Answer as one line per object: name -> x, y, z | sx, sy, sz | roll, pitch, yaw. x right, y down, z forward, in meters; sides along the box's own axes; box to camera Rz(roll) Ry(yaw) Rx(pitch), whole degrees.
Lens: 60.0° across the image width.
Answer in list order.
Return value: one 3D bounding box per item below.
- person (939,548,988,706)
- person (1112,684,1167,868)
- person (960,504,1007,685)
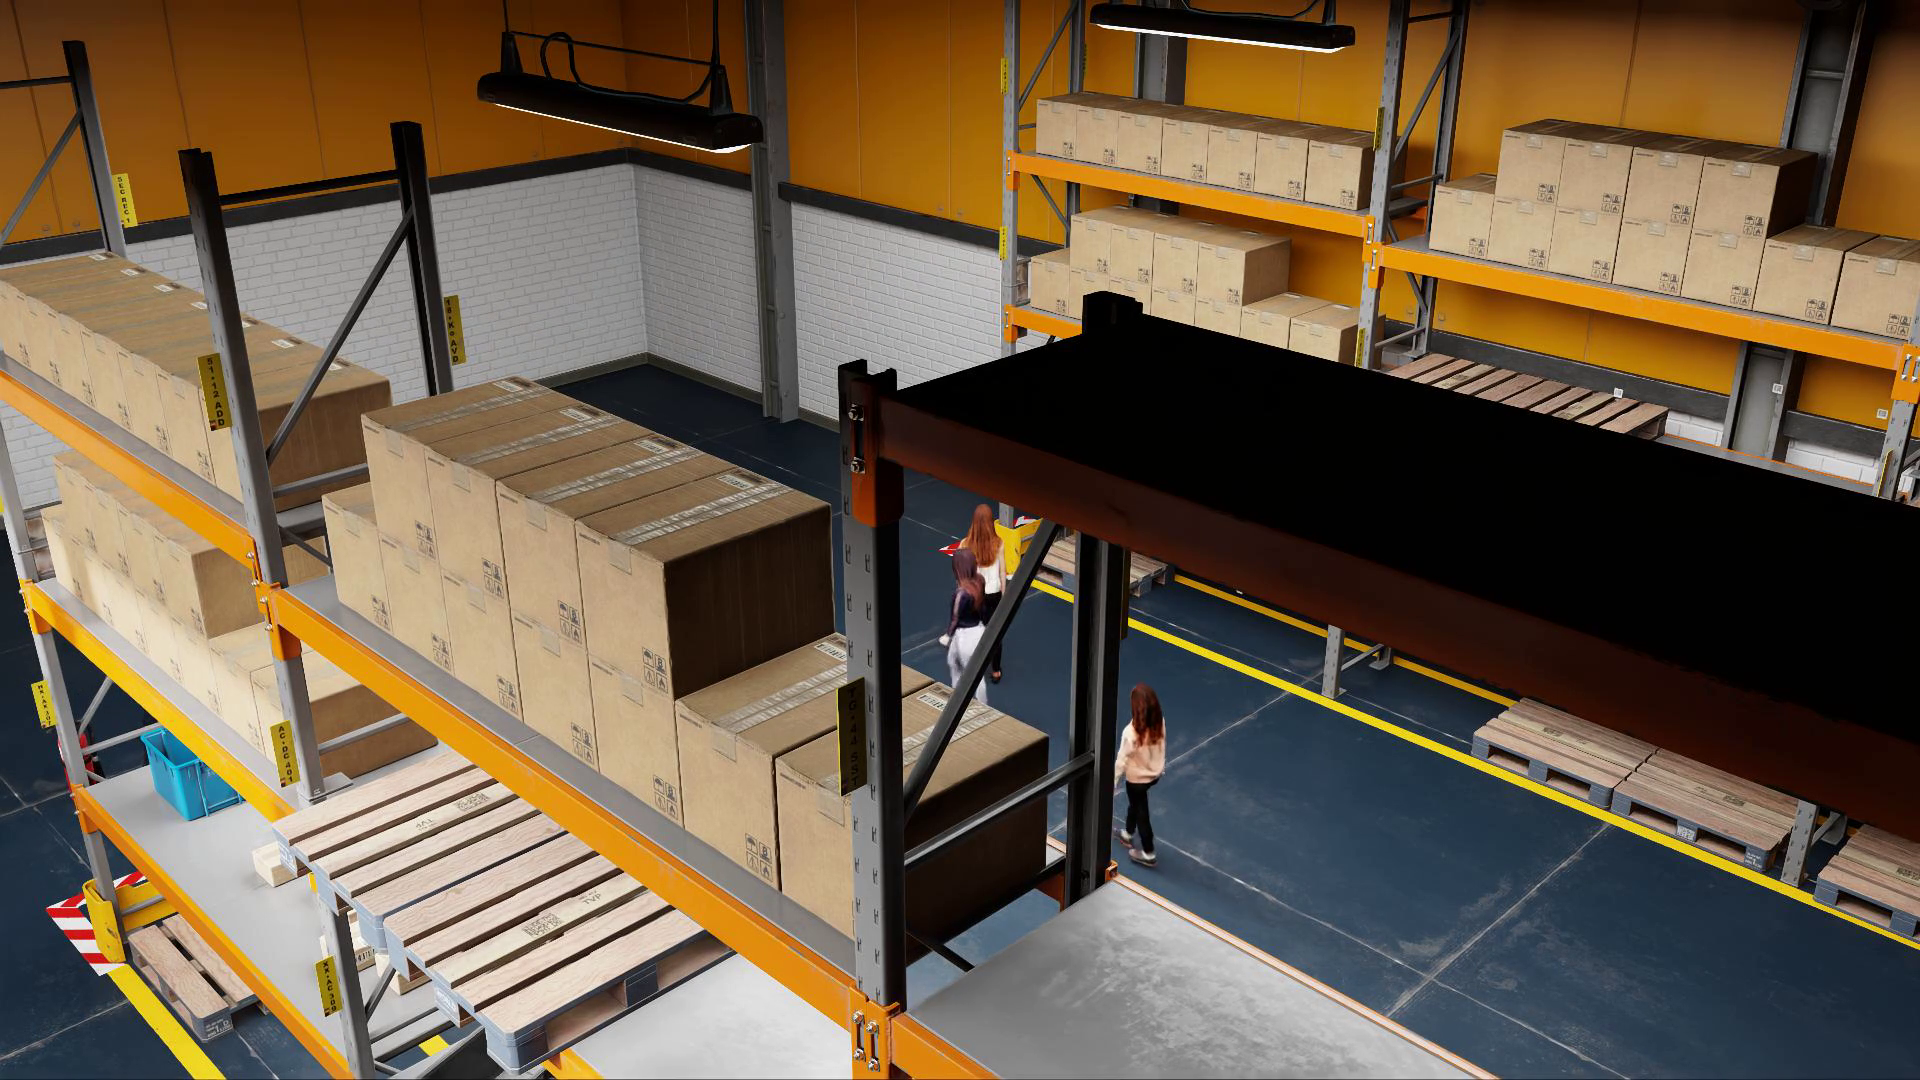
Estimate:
person -> 0.127, 0.836, 14.154 | 0.850, 1.589, 0.765 | 7, 25, 15
person -> 1.385, 1.752, 12.212 | 0.715, 1.467, 0.581 | 21, 31, 40
person -> 0.209, 0.484, 14.793 | 0.646, 1.722, 0.697 | -1, 24, -2
